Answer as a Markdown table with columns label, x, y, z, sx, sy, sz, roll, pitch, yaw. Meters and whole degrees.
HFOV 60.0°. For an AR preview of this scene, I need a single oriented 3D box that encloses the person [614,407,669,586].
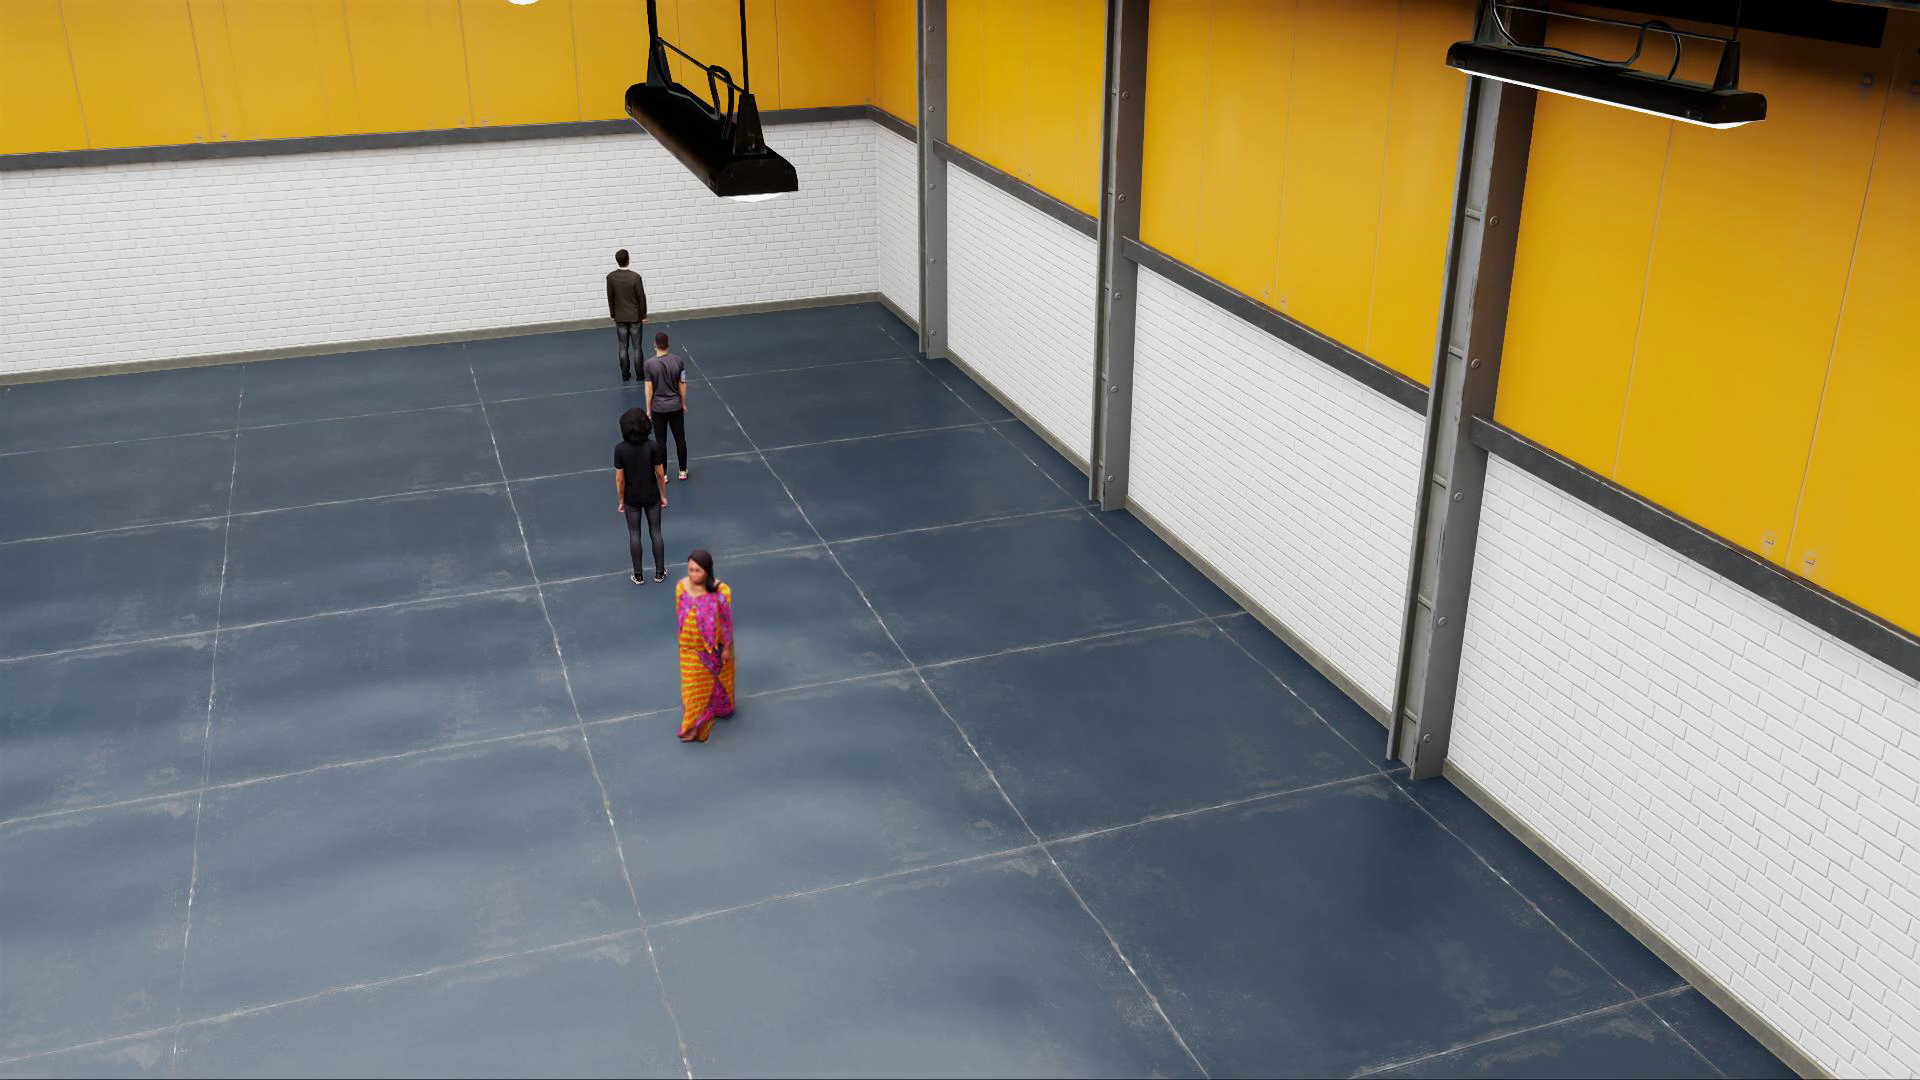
| label | x | y | z | sx | sy | sz | roll | pitch | yaw |
| --- | --- | --- | --- | --- | --- | --- | --- | --- | --- |
| person | -3.165 | -0.442 | 16.518 | 0.664 | 1.835 | 0.562 | -5 | 24 | -11 |

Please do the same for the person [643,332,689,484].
| label | x | y | z | sx | sy | sz | roll | pitch | yaw |
| --- | --- | --- | --- | --- | --- | --- | --- | --- | --- |
| person | -3.369 | -1.522 | 19.077 | 0.655 | 1.764 | 0.552 | -11 | 26 | -23 |

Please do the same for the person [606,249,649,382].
| label | x | y | z | sx | sy | sz | roll | pitch | yaw |
| --- | --- | --- | --- | --- | --- | --- | --- | --- | --- |
| person | -4.493 | -3.050 | 22.522 | 0.748 | 1.805 | 0.710 | 2 | 24 | 5 |

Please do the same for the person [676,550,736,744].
| label | x | y | z | sx | sy | sz | roll | pitch | yaw |
| --- | --- | --- | --- | --- | --- | --- | --- | --- | --- |
| person | -2.089 | 0.807 | 13.869 | 1.025 | 1.668 | 1.240 | 4 | 24 | 9 |
